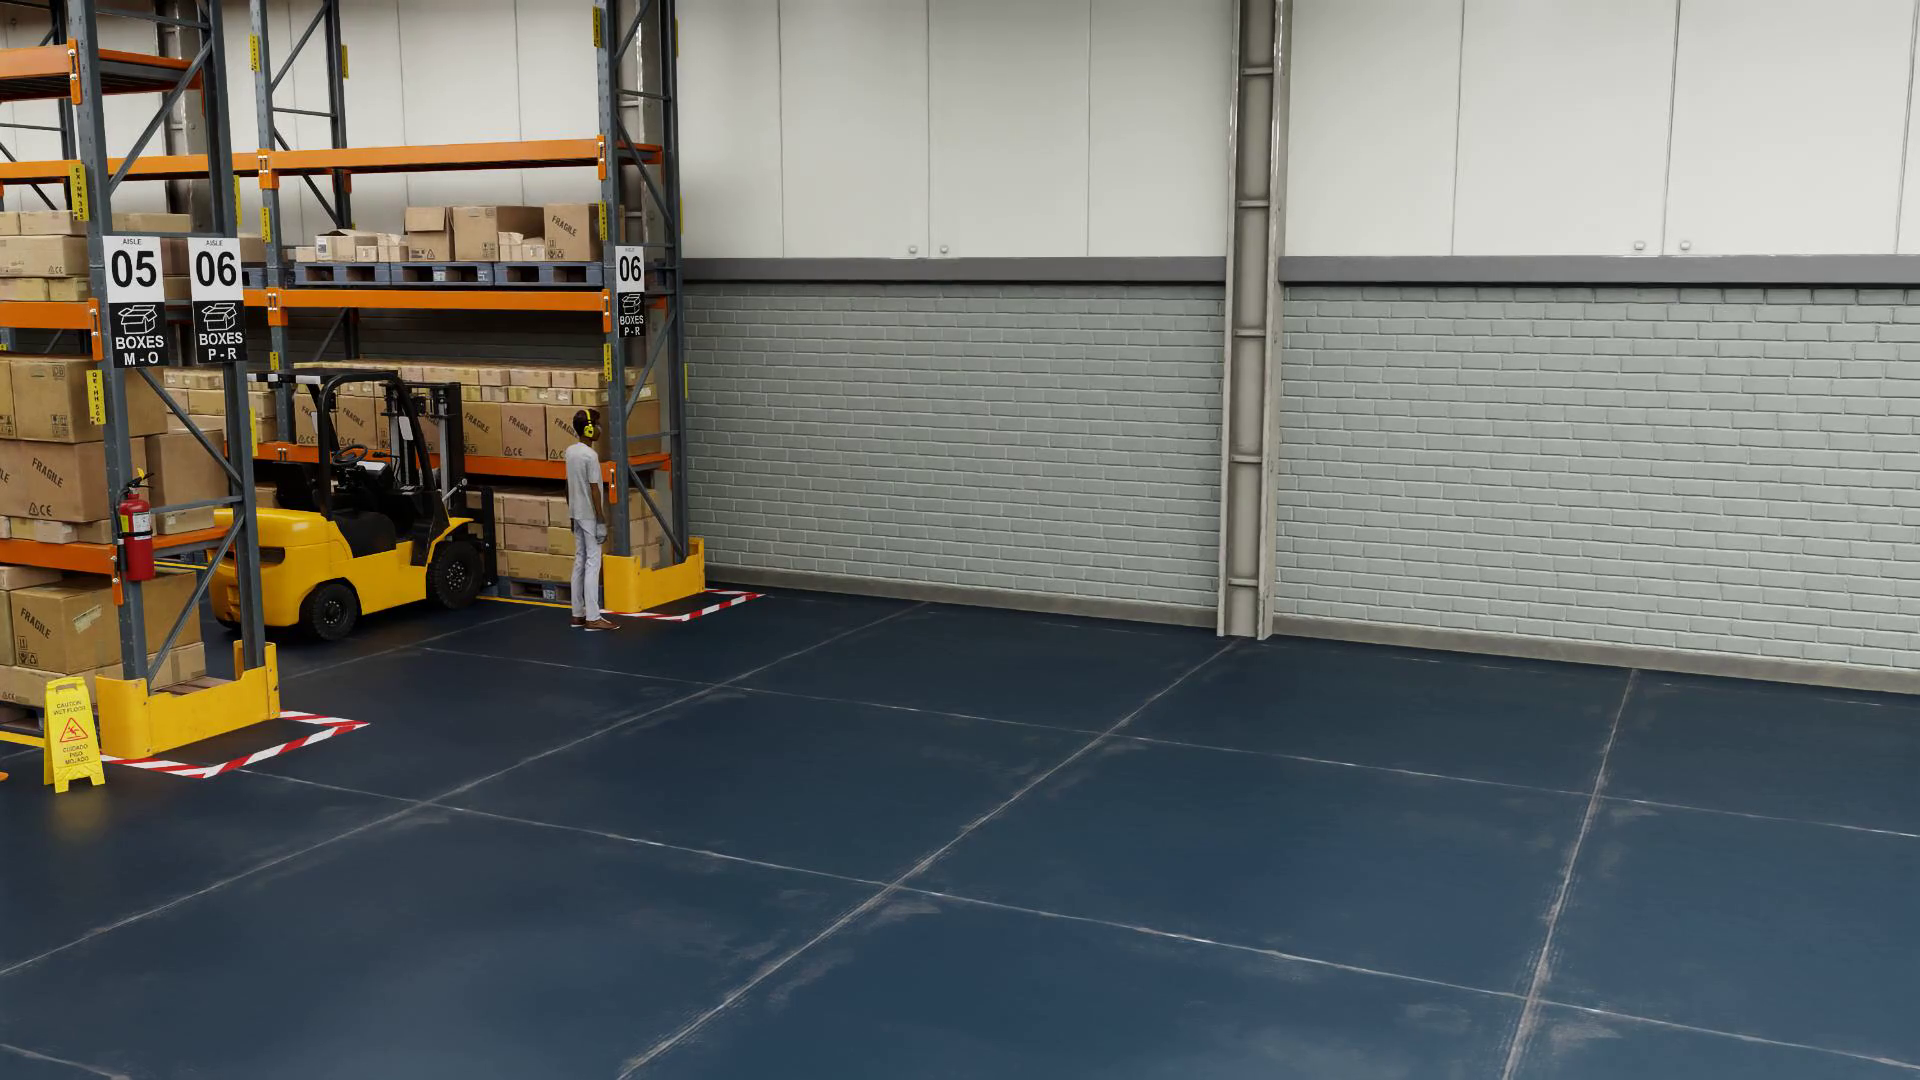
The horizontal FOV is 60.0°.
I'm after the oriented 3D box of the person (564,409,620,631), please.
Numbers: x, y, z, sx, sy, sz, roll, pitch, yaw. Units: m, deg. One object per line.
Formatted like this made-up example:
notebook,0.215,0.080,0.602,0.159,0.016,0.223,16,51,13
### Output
person,-3.123,-0.171,14.000,0.313,1.869,0.538,-8,12,-40
